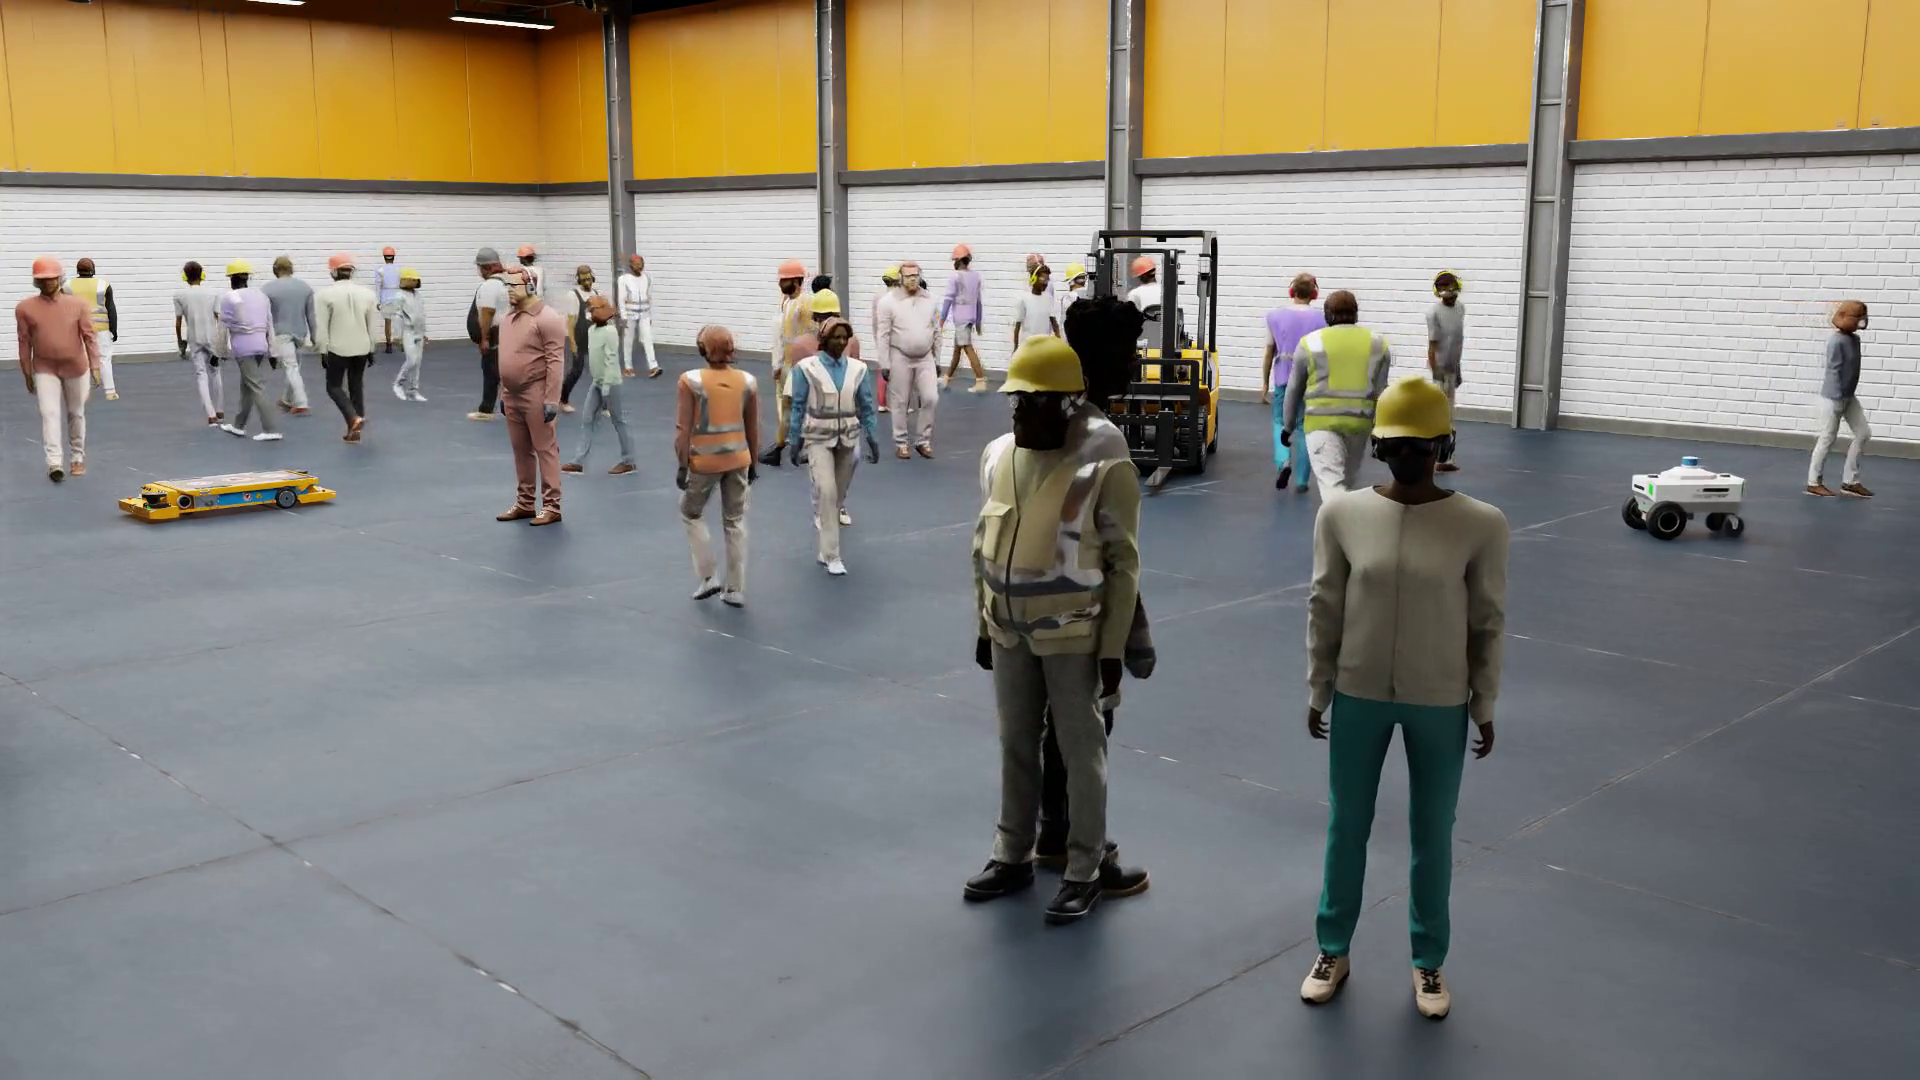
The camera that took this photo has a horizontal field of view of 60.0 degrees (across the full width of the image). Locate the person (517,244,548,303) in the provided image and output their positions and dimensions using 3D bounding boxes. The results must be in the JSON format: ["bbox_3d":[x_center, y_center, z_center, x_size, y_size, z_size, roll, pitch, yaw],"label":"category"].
[{"bbox_3d":[-6.517,-3.513,25.439,1.023,2.005,0.623,9,14,41],"label":"person"}]

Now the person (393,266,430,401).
[{"bbox_3d":[-7.018,-2.631,21.330,0.364,1.733,0.486,4,11,20],"label":"person"}]

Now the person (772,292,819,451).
[{"bbox_3d":[-1.621,-1.684,16.517,0.512,1.603,0.425,-5,11,-23],"label":"person"}]

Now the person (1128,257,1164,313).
[{"bbox_3d":[2.215,-2.225,18.721,0.643,1.882,0.430,3,11,14],"label":"person"}]

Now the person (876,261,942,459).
[{"bbox_3d":[-0.461,-1.694,15.801,0.673,1.886,0.576,-4,11,-21],"label":"person"}]

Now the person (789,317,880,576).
[{"bbox_3d":[-0.749,-0.580,10.449,0.551,1.607,0.724,-6,12,-30],"label":"person"}]

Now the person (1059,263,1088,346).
[{"bbox_3d":[1.315,-2.191,18.692,0.403,1.822,0.588,10,14,43],"label":"person"}]

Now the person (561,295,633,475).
[{"bbox_3d":[-3.238,-1.349,14.671,0.776,1.597,0.526,-9,13,-39],"label":"person"}]

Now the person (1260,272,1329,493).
[{"bbox_3d":[2.784,-1.284,13.717,0.598,1.829,0.455,2,11,13],"label":"person"}]

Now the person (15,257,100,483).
[{"bbox_3d":[-7.847,-1.484,14.504,0.610,1.938,1.025,-6,12,-29],"label":"person"}]

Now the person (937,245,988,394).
[{"bbox_3d":[-0.003,-2.983,22.577,1.047,1.989,0.622,8,13,35],"label":"person"}]

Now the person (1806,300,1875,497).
[{"bbox_3d":[7.220,-1.128,13.474,0.527,1.609,0.616,-9,13,-39],"label":"person"}]

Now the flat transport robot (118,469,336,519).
[{"bbox_3d":[-5.715,-0.372,13.004,1.431,0.197,0.652,-10,14,-44],"label":"flat transport robot"}]

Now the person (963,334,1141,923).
[{"bbox_3d":[0.270,0.277,5.200,0.592,1.833,0.404,9,13,39],"label":"person"}]

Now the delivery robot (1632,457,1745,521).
[{"bbox_3d":[5.184,-0.350,11.837,0.707,0.478,0.477,0,11,-1],"label":"delivery robot"}]

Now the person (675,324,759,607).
[{"bbox_3d":[-1.399,-0.422,9.574,0.548,1.622,0.404,-7,12,-32],"label":"person"}]

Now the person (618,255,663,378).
[{"bbox_3d":[-4.807,-3.333,24.881,0.585,1.827,0.991,-7,12,-32],"label":"person"}]

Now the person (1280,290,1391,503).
[{"bbox_3d":[2.447,-0.713,10.773,0.633,1.790,0.994,-1,10,-3],"label":"person"}]

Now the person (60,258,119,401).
[{"bbox_3d":[-11.228,-2.716,21.498,0.636,1.842,0.429,-3,11,-18],"label":"person"}]

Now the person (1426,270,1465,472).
[{"bbox_3d":[4.359,-1.477,14.798,0.682,1.833,0.339,-9,14,-42],"label":"person"}]

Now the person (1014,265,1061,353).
[{"bbox_3d":[0.867,-2.065,18.063,0.481,1.807,0.976,-9,13,-39],"label":"person"}]

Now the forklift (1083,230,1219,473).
[{"bbox_3d":[1.804,-1.825,15.677,1.214,2.155,2.313,2,11,13],"label":"forklift"}]

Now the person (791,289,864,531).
[{"bbox_3d":[-0.945,-0.926,11.972,0.554,1.749,0.394,-4,11,-23],"label":"person"}]

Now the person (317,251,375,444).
[{"bbox_3d":[-6.207,-1.941,16.899,0.574,1.976,0.624,10,14,44],"label":"person"}]

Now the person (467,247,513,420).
[{"bbox_3d":[-5.260,-2.368,19.059,0.862,2.000,0.689,0,10,1],"label":"person"}]

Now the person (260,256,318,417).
[{"bbox_3d":[-7.983,-2.413,19.760,0.997,1.893,0.645,9,14,40],"label":"person"}]

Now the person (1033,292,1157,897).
[{"bbox_3d":[0.400,0.190,5.338,0.412,1.955,0.640,-3,11,-17],"label":"person"}]

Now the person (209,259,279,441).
[{"bbox_3d":[-7.511,-1.974,17.346,0.927,1.882,0.590,4,11,18],"label":"person"}]

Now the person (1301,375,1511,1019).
[{"bbox_3d":[1.204,0.433,4.534,0.526,1.768,0.331,4,11,19],"label":"person"}]

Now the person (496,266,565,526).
[{"bbox_3d":[-3.203,-1.063,12.309,0.641,1.908,0.407,8,13,37],"label":"person"}]

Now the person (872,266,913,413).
[{"bbox_3d":[-0.813,-2.405,20.006,0.523,1.769,0.322,6,12,30],"label":"person"}]

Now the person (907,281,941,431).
[{"bbox_3d":[-0.488,-2.033,18.236,0.555,1.657,0.806,-2,11,-12],"label":"person"}]

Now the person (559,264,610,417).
[{"bbox_3d":[-4.465,-2.343,19.618,0.888,1.814,0.513,9,14,42],"label":"person"}]

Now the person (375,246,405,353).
[{"bbox_3d":[-10.318,-4.358,30.198,0.552,1.932,0.377,-5,11,-23],"label":"person"}]

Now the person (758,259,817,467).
[{"bbox_3d":[-1.621,-1.628,15.394,0.896,1.899,0.566,-5,11,-25],"label":"person"}]

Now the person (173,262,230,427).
[{"bbox_3d":[-8.544,-2.210,18.766,0.534,1.827,0.891,-5,12,-26],"label":"person"}]

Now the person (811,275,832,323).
[{"bbox_3d":[-1.590,-2.146,18.818,0.544,1.685,0.348,8,13,37],"label":"person"}]

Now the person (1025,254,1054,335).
[{"bbox_3d":[0.942,-2.587,20.633,0.406,1.903,0.639,-2,11,-10],"label":"person"}]
